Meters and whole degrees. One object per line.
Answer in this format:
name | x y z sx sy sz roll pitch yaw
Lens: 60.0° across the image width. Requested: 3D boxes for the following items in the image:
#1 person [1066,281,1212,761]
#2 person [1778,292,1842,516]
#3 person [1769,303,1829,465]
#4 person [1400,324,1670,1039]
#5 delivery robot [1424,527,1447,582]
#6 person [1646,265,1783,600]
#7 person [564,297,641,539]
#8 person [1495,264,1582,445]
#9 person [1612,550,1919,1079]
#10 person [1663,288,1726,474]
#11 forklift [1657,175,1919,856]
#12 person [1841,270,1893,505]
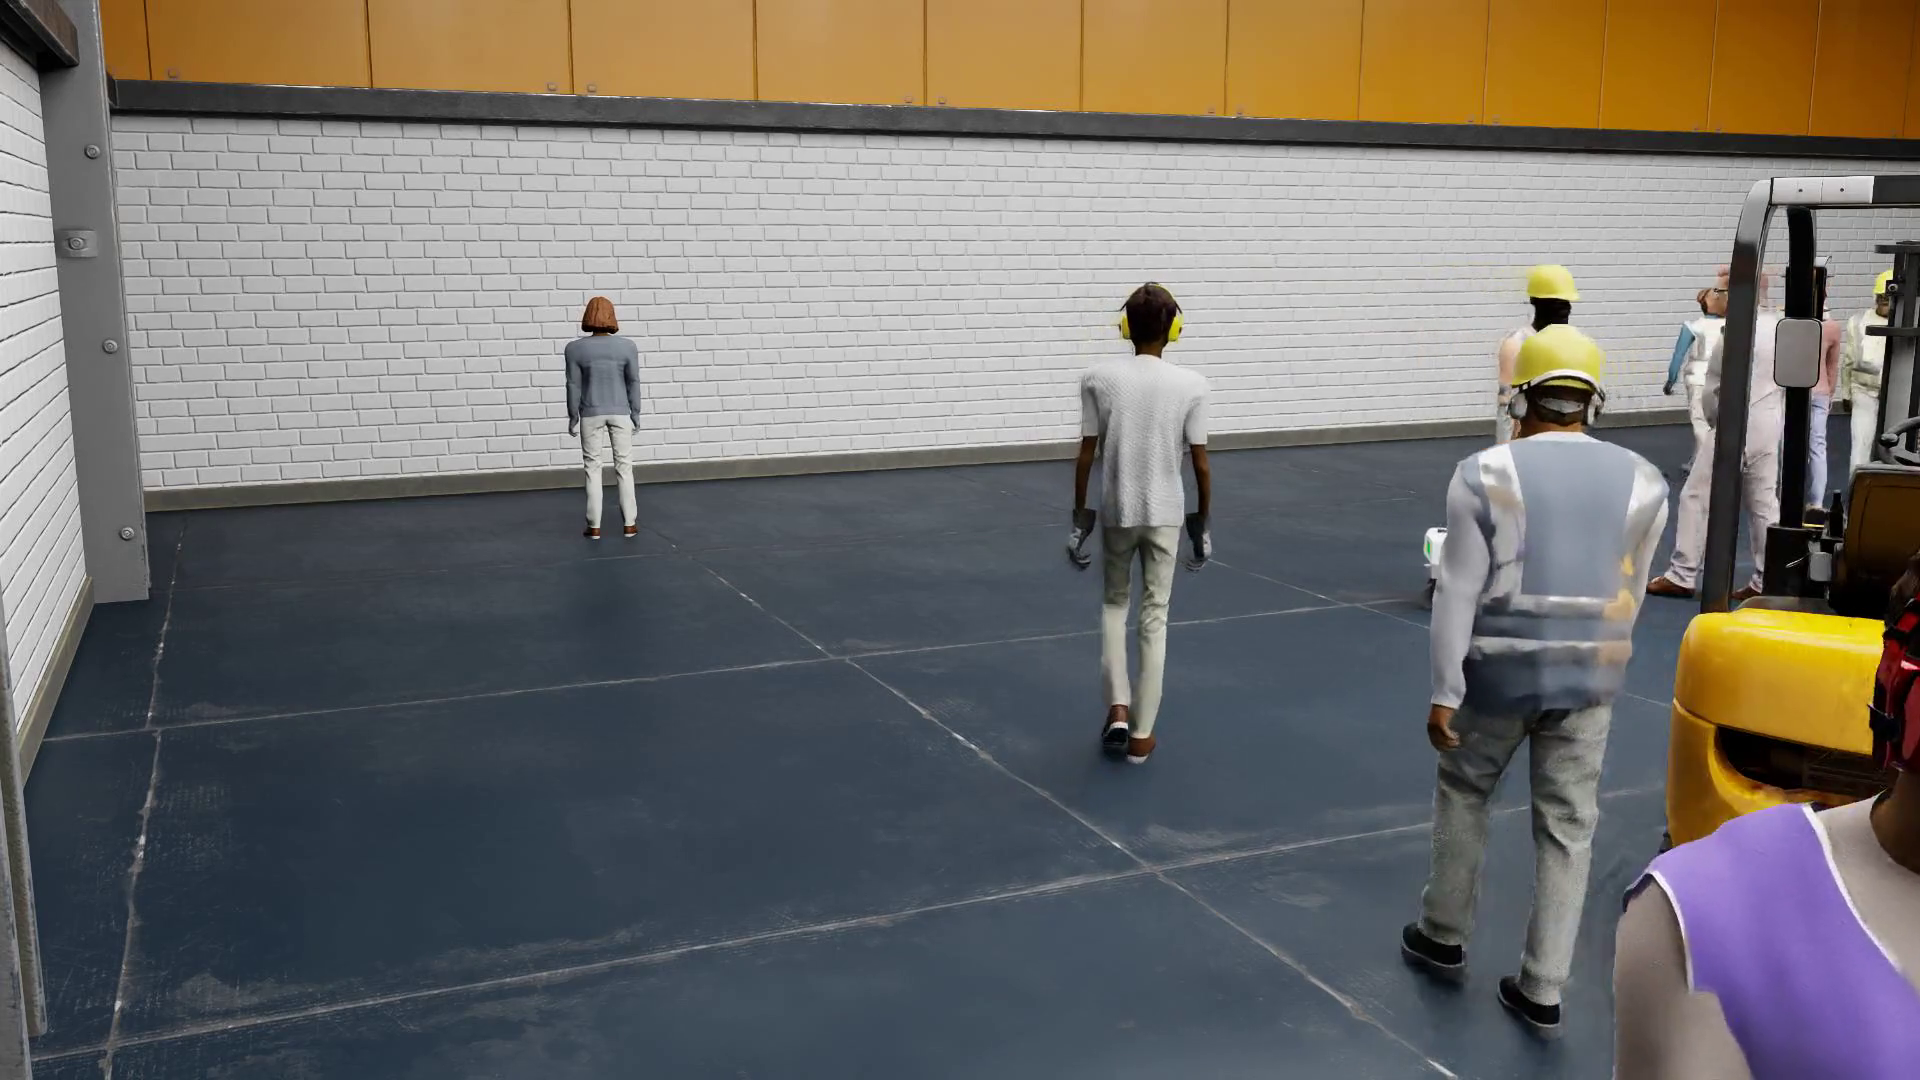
person | 0.704 -0.065 6.466 0.560 1.854 0.399 2 11 13
person | 6.124 -1.044 12.118 0.533 1.765 0.330 -2 11 -12
person | 7.489 -1.550 14.901 0.523 1.769 0.319 9 13 39
person | 1.488 0.342 4.379 0.601 1.799 0.724 0 10 -1
delivery robot | 2.895 0.071 9.049 0.707 0.478 0.477 4 11 21
person | 4.247 -0.582 9.286 0.669 1.877 0.838 -10 14 -44
person | -2.405 -0.821 11.249 0.497 1.633 0.284 -3 11 -17
person | 3.042 -0.526 8.908 0.594 1.894 0.892 -9 14 -41
person | 0.833 0.868 1.489 0.596 1.792 0.962 0 10 -1
person | 6.186 -1.289 13.908 0.529 1.607 0.799 -1 10 -6
forklift | 2.810 0.094 4.662 1.214 2.155 2.313 7 12 34
person | 7.098 -1.170 12.768 0.595 1.800 0.871 6 12 32
